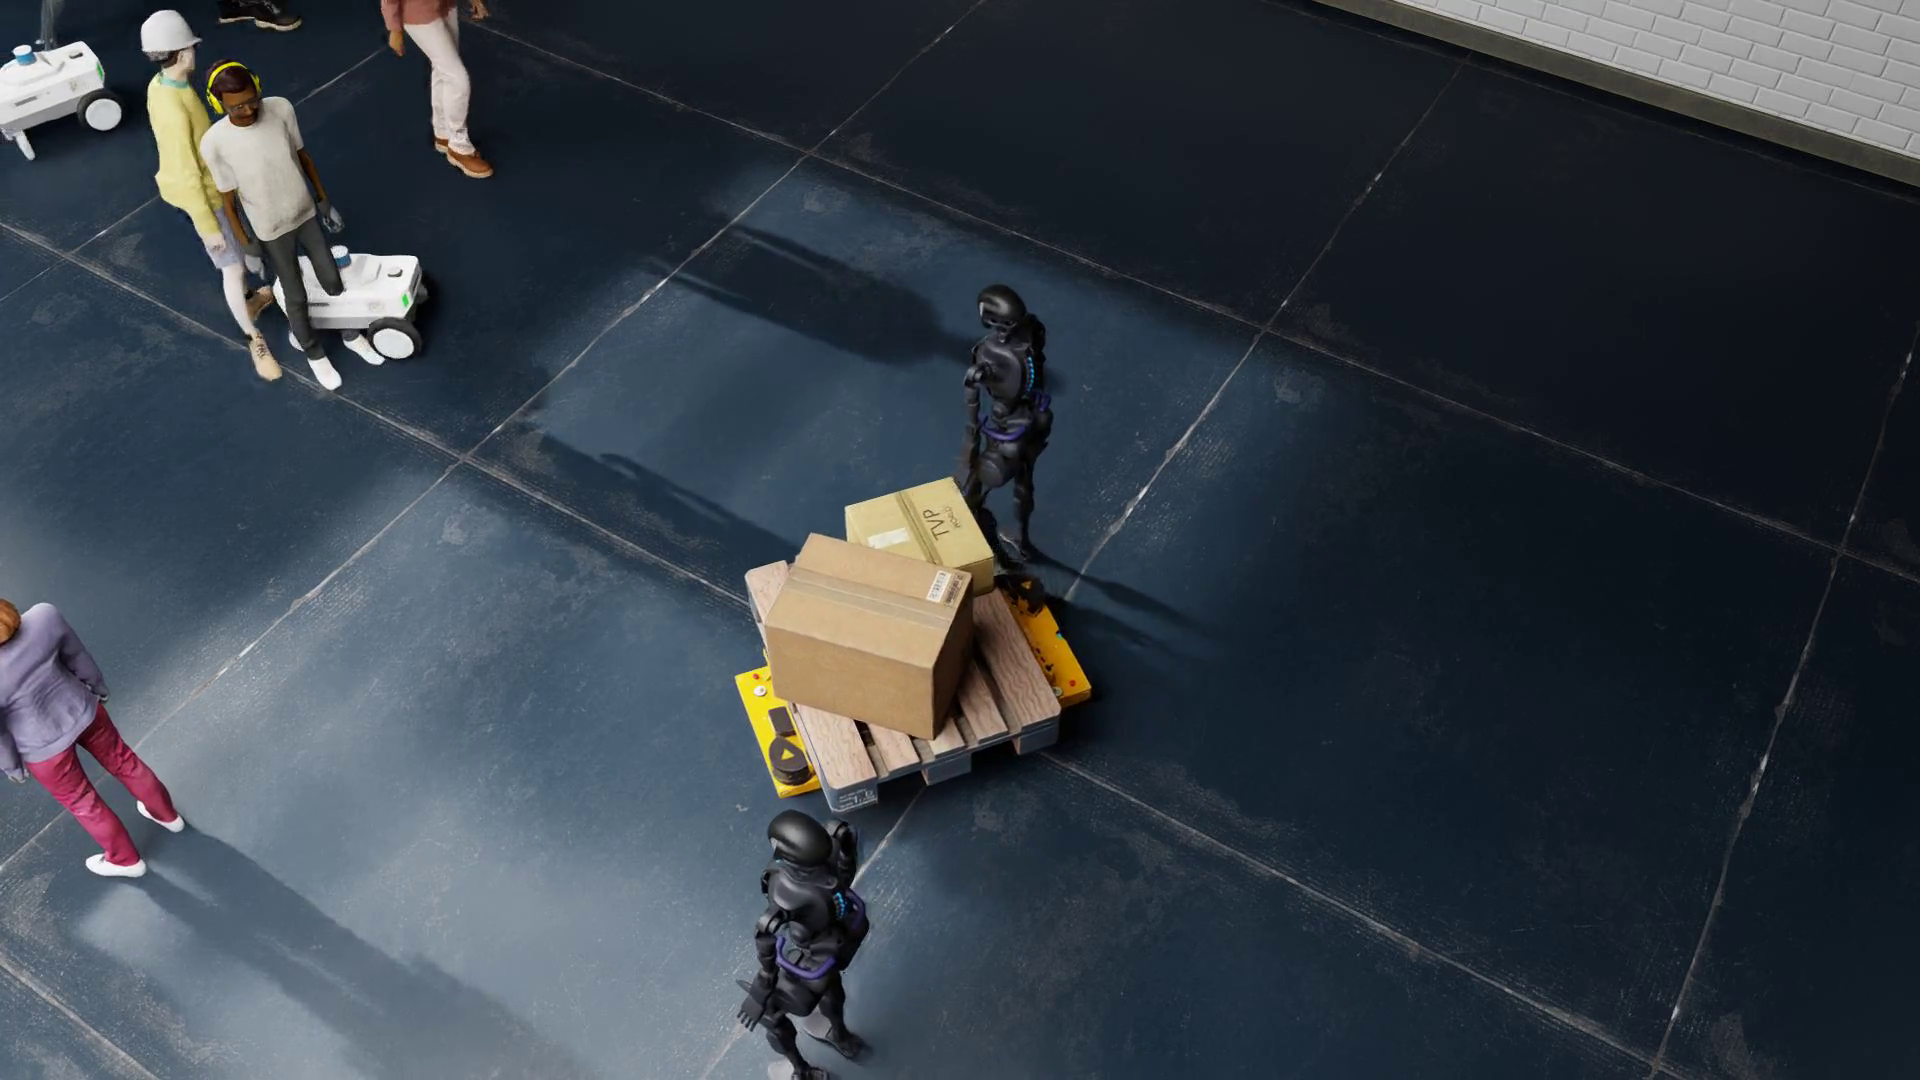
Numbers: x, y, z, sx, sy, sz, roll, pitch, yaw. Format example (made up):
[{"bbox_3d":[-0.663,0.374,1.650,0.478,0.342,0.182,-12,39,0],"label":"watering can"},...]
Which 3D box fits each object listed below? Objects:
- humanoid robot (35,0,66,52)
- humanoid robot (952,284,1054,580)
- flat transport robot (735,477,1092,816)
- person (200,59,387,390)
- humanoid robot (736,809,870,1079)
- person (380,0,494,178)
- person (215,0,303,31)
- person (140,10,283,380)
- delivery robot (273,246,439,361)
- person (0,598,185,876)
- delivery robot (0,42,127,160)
[{"bbox_3d":[-5.839,-3.729,10.102,0.699,1.781,0.530,-15,51,-13],"label":"humanoid robot"},{"bbox_3d":[0.232,-0.454,7.288,0.384,1.656,0.584,29,55,23],"label":"humanoid robot"},{"bbox_3d":[-0.207,0.617,7.277,1.431,0.231,0.659,-17,51,-14],"label":"flat transport robot"},{"bbox_3d":[-3.264,-1.526,8.099,0.348,1.856,0.522,32,56,25],"label":"person"},{"bbox_3d":[-0.521,1.381,5.666,0.363,1.650,0.601,24,53,20],"label":"humanoid robot"},{"bbox_3d":[-2.879,-2.959,9.277,0.663,1.959,0.637,17,51,14],"label":"person"},{"bbox_3d":[-4.581,-4.058,10.266,0.686,1.934,0.697,-11,50,-9],"label":"person"},{"bbox_3d":[-3.711,-1.678,8.241,0.429,1.856,0.725,-18,51,-15],"label":"person"},{"bbox_3d":[-3.173,-1.279,8.750,0.807,0.604,0.499,0,49,0],"label":"delivery robot"},{"bbox_3d":[-3.408,0.711,6.290,0.283,1.627,0.500,18,51,15],"label":"person"},{"bbox_3d":[-5.463,-2.681,9.968,0.766,0.594,0.528,-32,56,-25],"label":"delivery robot"}]
